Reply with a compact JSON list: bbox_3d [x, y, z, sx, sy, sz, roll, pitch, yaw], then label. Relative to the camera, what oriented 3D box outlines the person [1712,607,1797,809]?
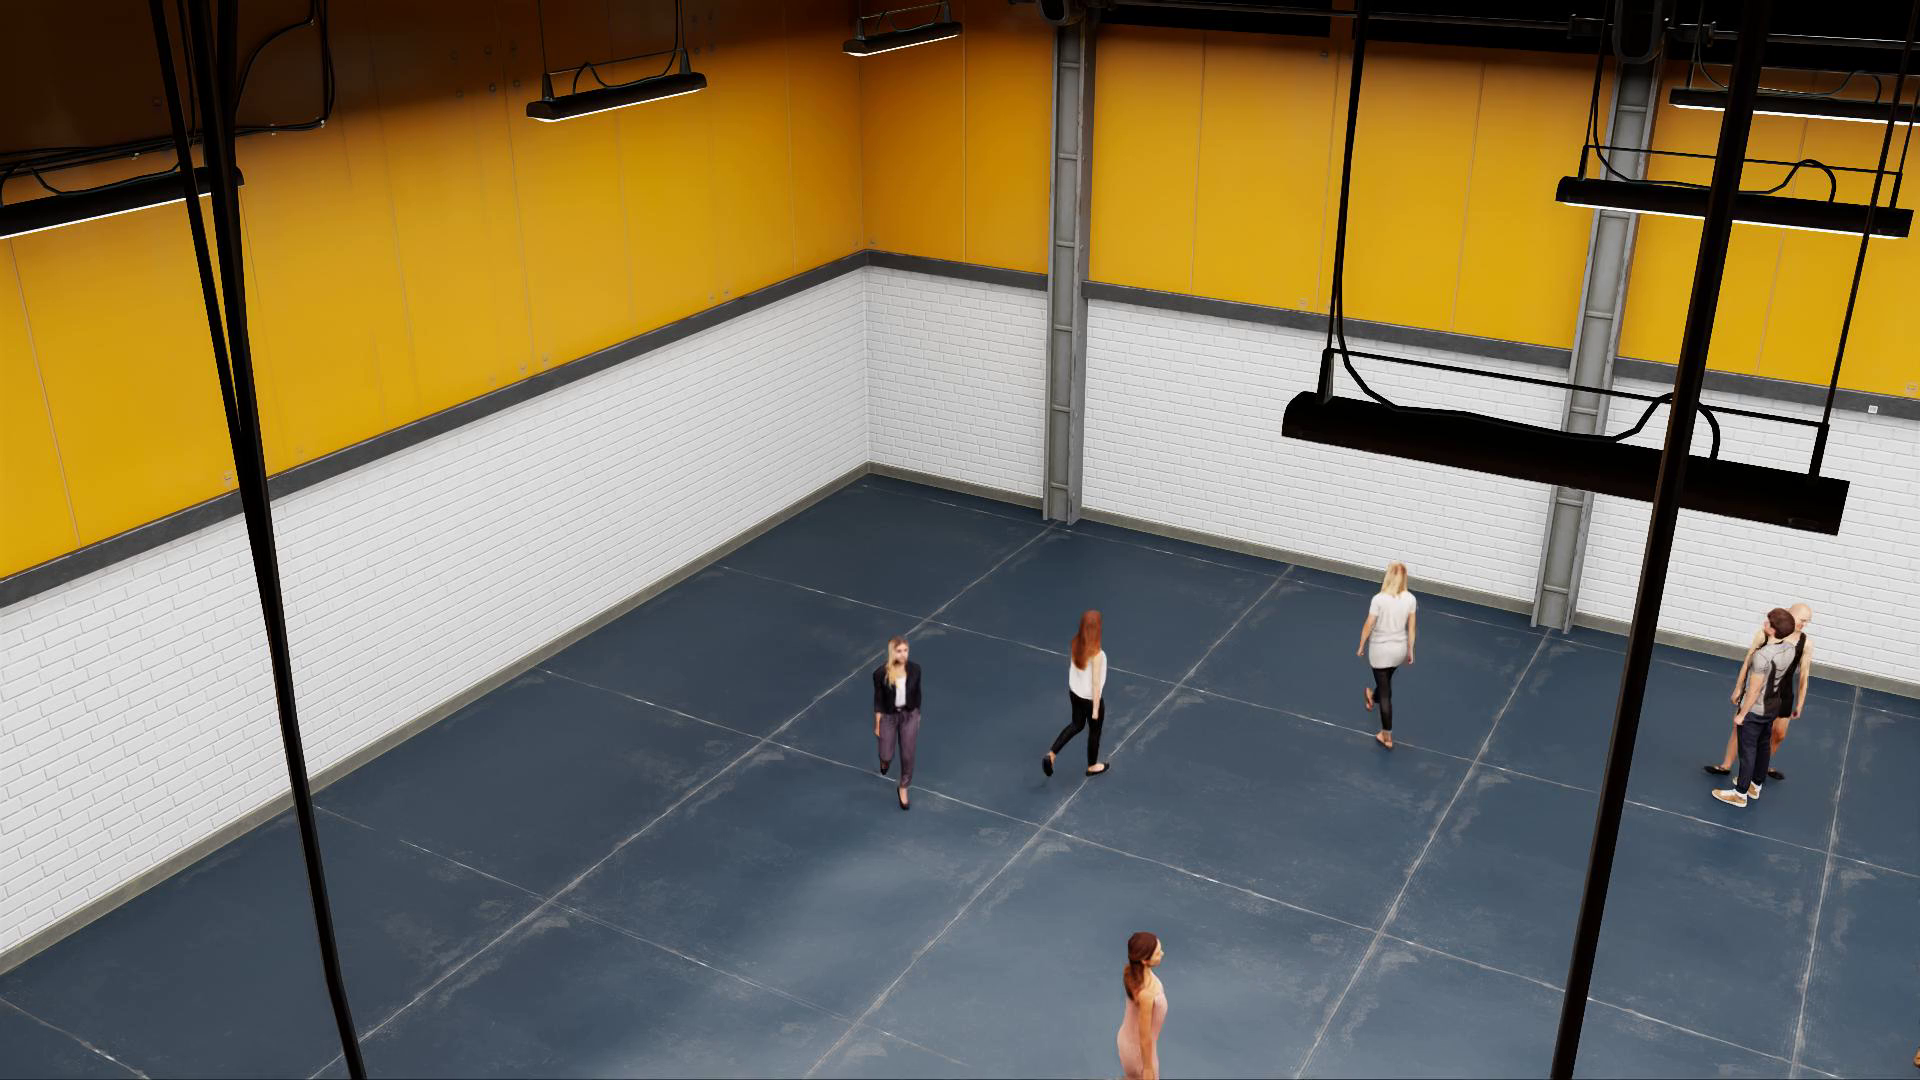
[{"bbox_3d":[7.038,1.458,14.614,0.727,1.899,0.725,-14,27,-30],"label":"person"}]

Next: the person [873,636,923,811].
[{"bbox_3d":[-0.567,1.575,14.644,0.856,1.661,0.915,-6,24,-14],"label":"person"}]

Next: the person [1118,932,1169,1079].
[{"bbox_3d":[1.059,3.252,10.615,0.939,1.816,0.833,-1,24,-2],"label":"person"}]

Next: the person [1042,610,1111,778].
[{"bbox_3d":[1.065,1.418,14.945,0.927,1.708,0.969,-13,27,-27],"label":"person"}]

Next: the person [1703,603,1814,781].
[{"bbox_3d":[7.217,1.362,14.966,0.552,1.794,0.930,16,28,32],"label":"person"}]

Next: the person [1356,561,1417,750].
[{"bbox_3d":[4.032,1.110,15.553,1.141,1.785,1.117,-3,24,-6],"label":"person"}]
